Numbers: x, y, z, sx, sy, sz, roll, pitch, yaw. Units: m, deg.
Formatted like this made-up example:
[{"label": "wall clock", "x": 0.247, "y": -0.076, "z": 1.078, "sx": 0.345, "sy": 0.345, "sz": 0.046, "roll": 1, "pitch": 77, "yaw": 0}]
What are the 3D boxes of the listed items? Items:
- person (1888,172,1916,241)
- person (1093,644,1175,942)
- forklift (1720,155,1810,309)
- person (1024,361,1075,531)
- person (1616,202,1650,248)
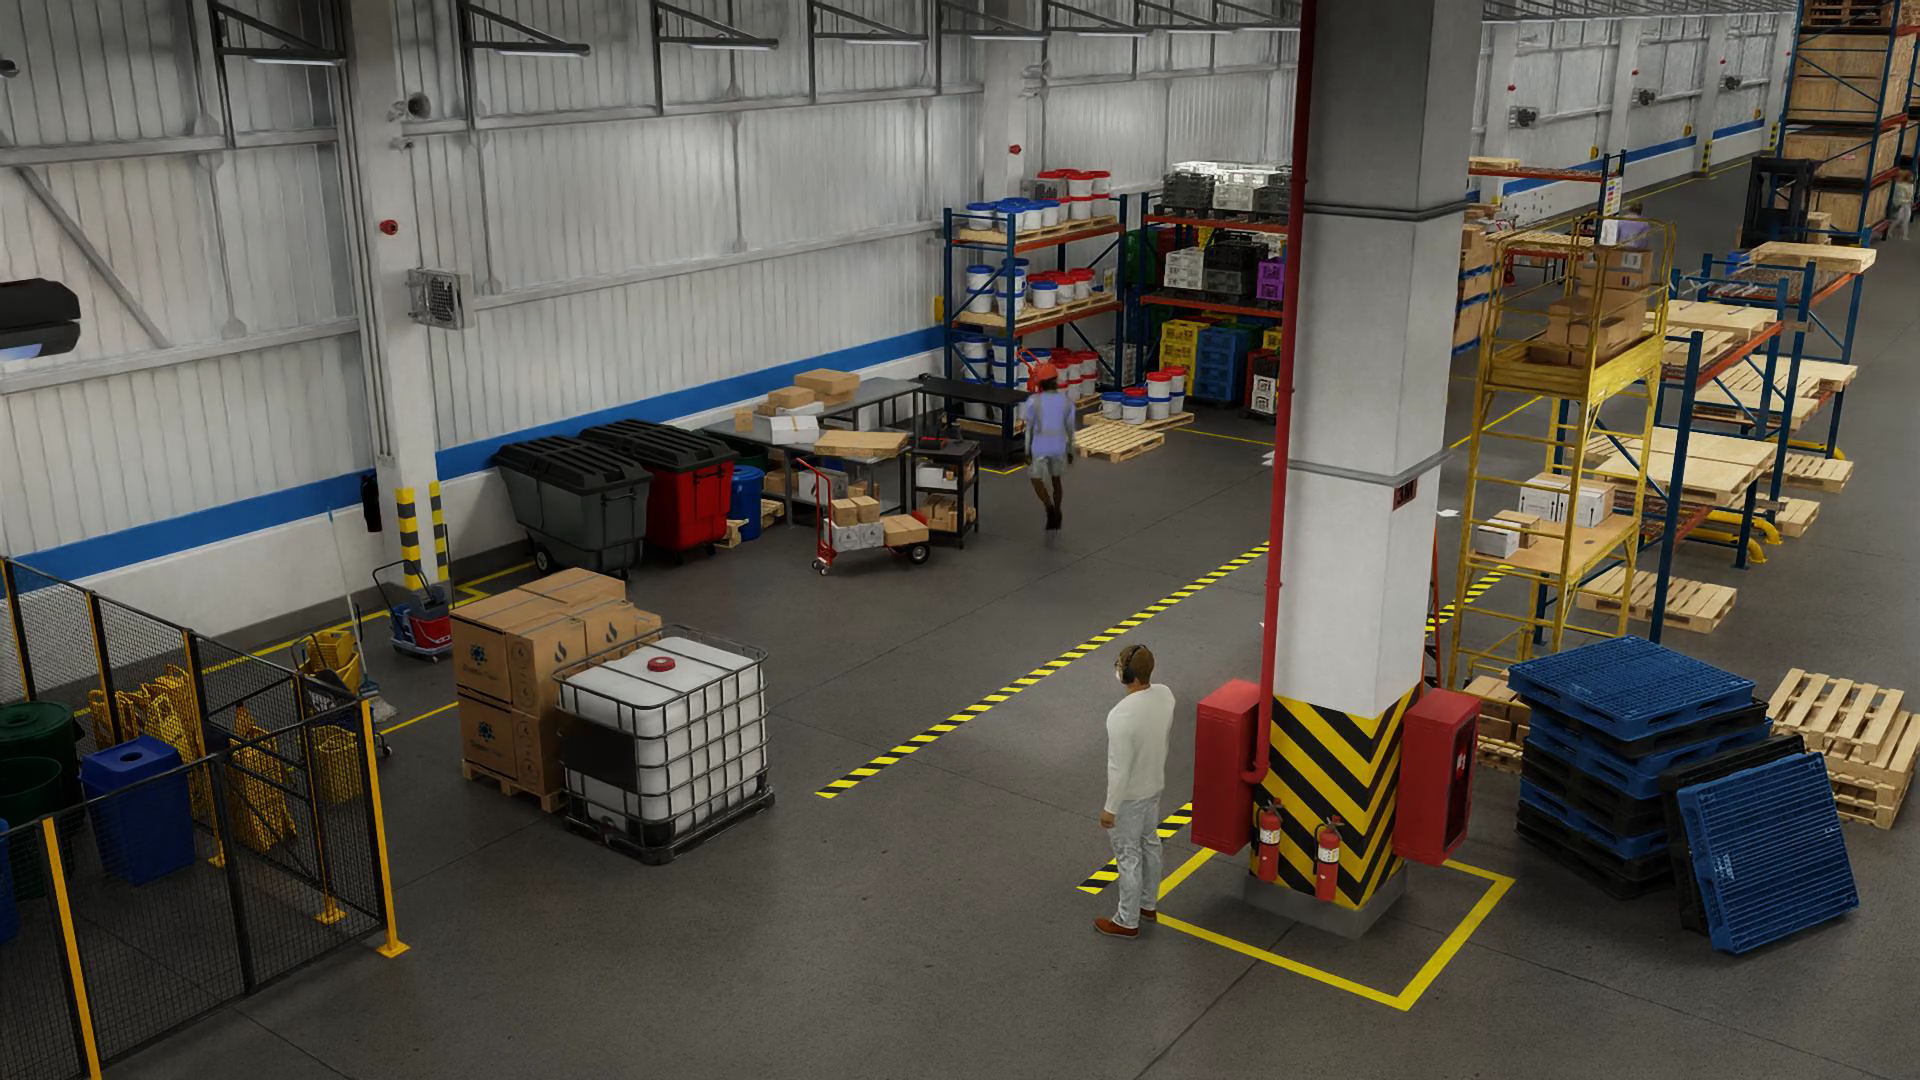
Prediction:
[{"label": "person", "x": 22.952, "y": -8.114, "z": 40.438, "sx": 0.537, "sy": 1.626, "sz": 0.447, "roll": -7, "pitch": 19, "yaw": -20}, {"label": "person", "x": 1.079, "y": 1.557, "z": 10.344, "sx": 0.363, "sy": 1.939, "sz": 0.636, "roll": 13, "pitch": 22, "yaw": 34}, {"label": "forklift", "x": 15.334, "y": -5.837, "z": 31.483, "sx": 1.129, "sy": 2.768, "sz": 1.873, "roll": 13, "pitch": 22, "yaw": 34}, {"label": "person", "x": 0.991, "y": -1.002, "z": 18.212, "sx": 0.597, "sy": 1.912, "sz": 0.587, "roll": -5, "pitch": 19, "yaw": -14}, {"label": "person", "x": 13.042, "y": -5.640, "z": 32.476, "sx": 0.670, "sy": 1.877, "sz": 1.059, "roll": 13, "pitch": 22, "yaw": 34}]
